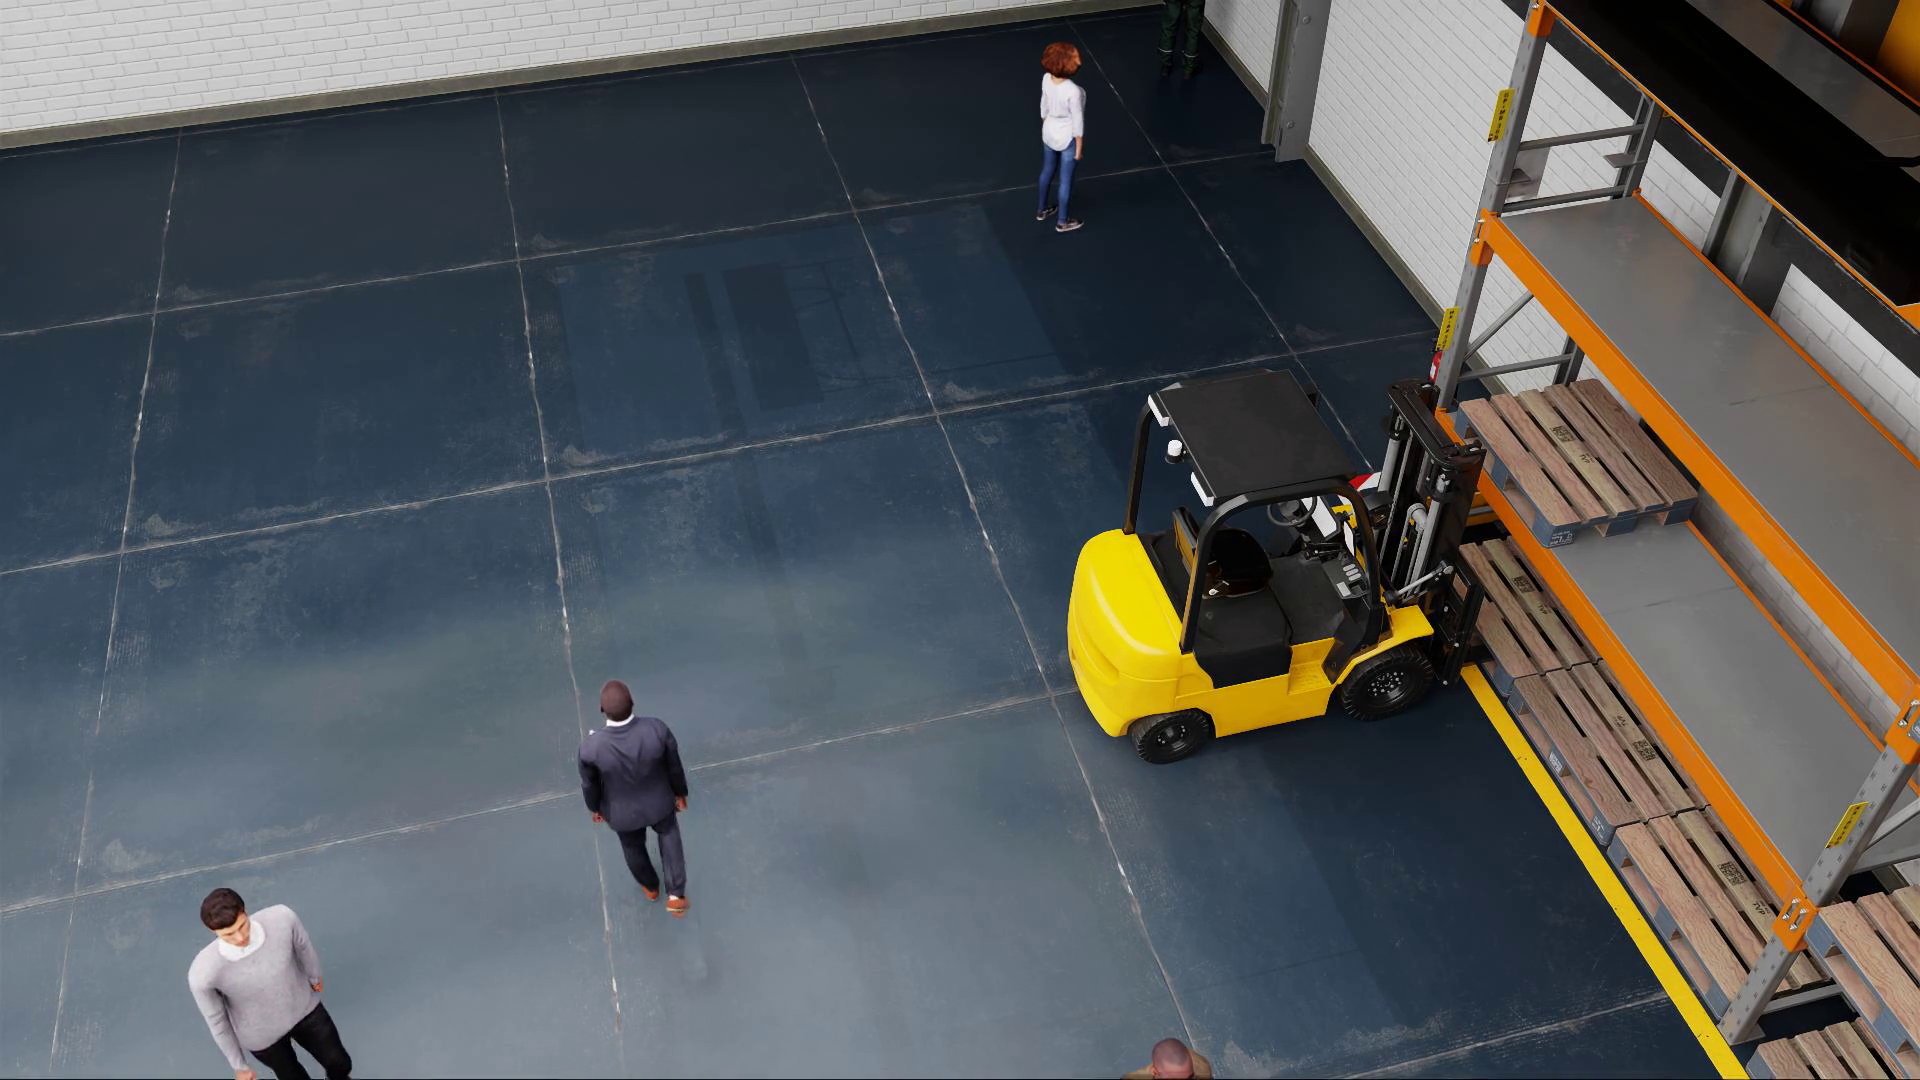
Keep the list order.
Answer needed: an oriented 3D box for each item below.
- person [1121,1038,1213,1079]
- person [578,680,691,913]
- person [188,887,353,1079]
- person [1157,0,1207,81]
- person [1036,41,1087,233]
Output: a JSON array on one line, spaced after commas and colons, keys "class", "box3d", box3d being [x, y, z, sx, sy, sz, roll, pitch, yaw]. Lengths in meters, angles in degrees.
[{"class": "person", "box3d": [0.879, 2.808, 7.671, 0.783, 1.825, 0.697, -24, 48, -23]}, {"class": "person", "box3d": [-1.736, 1.476, 9.079, 0.727, 1.812, 0.818, -13, 45, -13]}, {"class": "person", "box3d": [-3.391, 2.279, 8.165, 0.849, 1.910, 0.838, -33, 53, -30]}, {"class": "person", "box3d": [2.219, -5.456, 16.291, 0.760, 1.901, 0.785, 15, 46, 15]}, {"class": "person", "box3d": [0.864, -3.502, 14.376, 0.800, 1.713, 0.692, -31, 52, -28]}]
